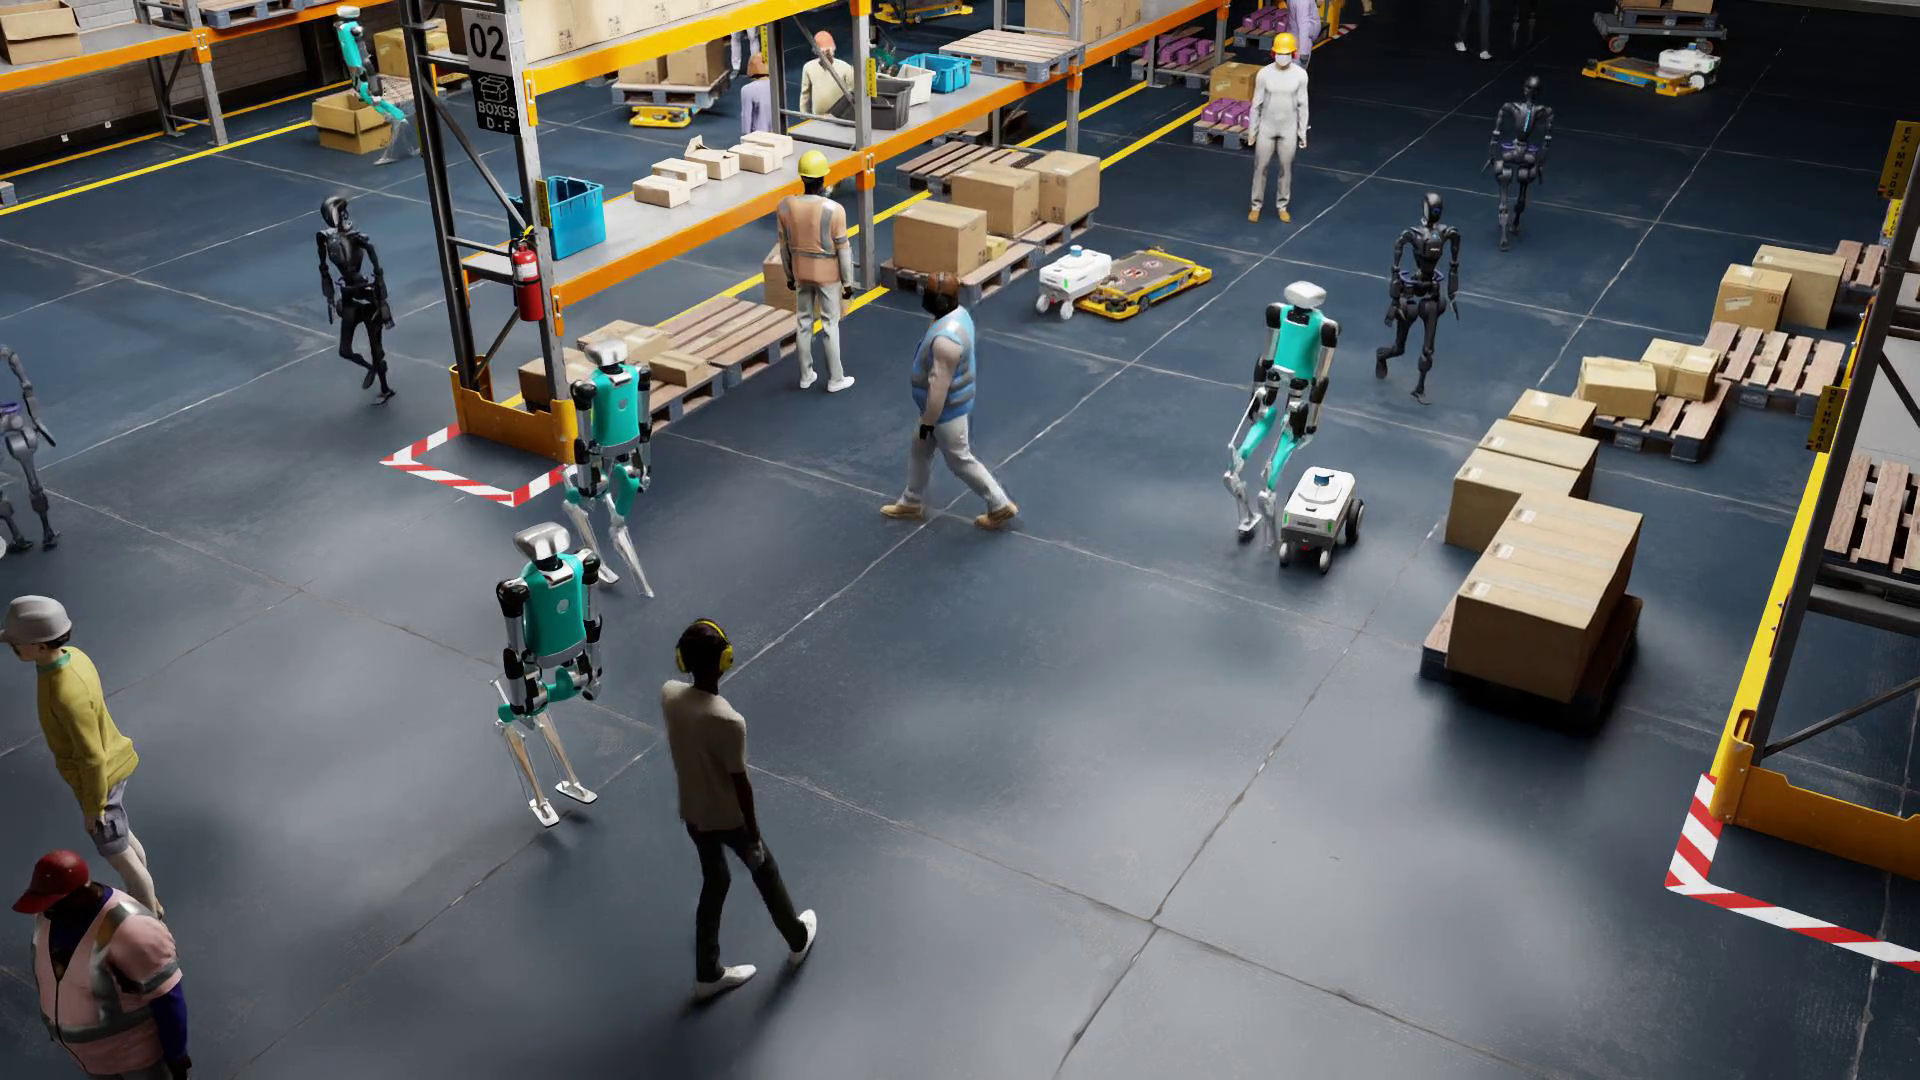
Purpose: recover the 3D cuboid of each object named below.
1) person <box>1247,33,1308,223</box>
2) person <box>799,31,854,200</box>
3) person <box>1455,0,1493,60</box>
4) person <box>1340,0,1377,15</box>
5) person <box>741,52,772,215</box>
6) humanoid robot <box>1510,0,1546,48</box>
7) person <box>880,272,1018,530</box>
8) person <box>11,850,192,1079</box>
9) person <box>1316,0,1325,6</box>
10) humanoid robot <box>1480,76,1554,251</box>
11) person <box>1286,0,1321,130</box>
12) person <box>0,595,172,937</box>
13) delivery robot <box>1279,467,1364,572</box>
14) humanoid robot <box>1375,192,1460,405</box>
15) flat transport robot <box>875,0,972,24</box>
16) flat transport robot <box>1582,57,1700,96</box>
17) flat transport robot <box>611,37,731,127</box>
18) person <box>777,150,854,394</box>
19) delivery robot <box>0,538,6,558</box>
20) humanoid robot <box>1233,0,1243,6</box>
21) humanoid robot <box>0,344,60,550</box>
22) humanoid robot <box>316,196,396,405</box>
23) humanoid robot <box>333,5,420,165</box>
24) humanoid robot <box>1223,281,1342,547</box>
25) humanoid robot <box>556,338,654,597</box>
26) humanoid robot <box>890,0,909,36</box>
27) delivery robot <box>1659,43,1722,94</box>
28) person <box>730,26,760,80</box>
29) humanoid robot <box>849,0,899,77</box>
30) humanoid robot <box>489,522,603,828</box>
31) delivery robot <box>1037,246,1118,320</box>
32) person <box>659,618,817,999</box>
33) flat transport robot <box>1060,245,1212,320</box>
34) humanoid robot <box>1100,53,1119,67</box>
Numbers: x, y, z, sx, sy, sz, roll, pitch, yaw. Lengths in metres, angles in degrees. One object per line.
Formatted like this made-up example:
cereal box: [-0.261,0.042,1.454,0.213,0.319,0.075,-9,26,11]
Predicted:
person: [3.152,-4.080,16.518,0.572,1.889,0.387,4,30,6]
person: [-1.406,-4.364,17.190,0.577,1.709,0.853,11,31,18]
person: [7.085,-7.509,22.681,0.539,1.791,0.956,-5,30,-8]
person: [6.055,-8.762,24.966,0.690,1.727,0.461,18,34,28]
person: [-1.971,-4.101,16.818,0.502,1.628,0.277,-17,34,-27]
humanoid robot: [7.913,-7.745,23.221,0.598,1.649,0.483,12,32,20]
person: [-0.055,-0.898,10.973,0.914,1.810,0.620,0,29,0]
person: [-3.128,1.842,6.176,0.623,1.750,0.420,11,31,18]
person: [5.709,-9.165,25.555,0.429,1.846,0.624,13,32,22]
humanoid robot: [5.353,-3.677,16.057,0.594,1.626,0.773,4,30,8]
person: [4.018,-5.823,19.575,0.413,1.913,0.641,0,29,0]
person: [-3.868,1.060,7.423,0.384,1.891,0.475,-16,33,-25]
delivery robot: [2.367,-0.182,10.986,0.499,0.607,0.808,12,32,20]
humanoid robot: [3.564,-1.915,12.918,0.589,1.640,0.637,-6,30,-10]
flat transport robot: [-0.570,-8.006,25.104,1.431,0.231,0.659,-21,36,-33]
flat transport robot: [8.900,-6.032,21.612,0.659,0.231,1.431,-19,34,-30]
flat transport robot: [-3.511,-5.334,20.377,0.659,0.231,1.431,4,30,7]
person: [-1.111,-2.067,12.914,0.586,1.927,0.359,10,31,18]
delivery robot: [-6.539,0.008,10.618,0.499,0.576,0.768,8,30,13]
humanoid robot: [4.359,-9.148,25.704,0.612,1.631,0.466,22,36,33]
humanoid robot: [-6.219,-0.698,10.751,0.613,1.636,0.362,-23,37,-35]
humanoid robot: [-4.593,-1.851,12.786,0.608,1.648,0.386,9,31,16]
humanoid robot: [-6.340,-4.974,18.346,0.828,1.875,0.544,-26,39,-38]
humanoid robot: [1.989,-0.731,10.772,0.807,1.804,0.548,-25,38,-37]
humanoid robot: [-2.218,-0.436,10.243,0.828,1.795,0.545,26,38,38]
humanoid robot: [-0.846,-8.111,23.868,0.475,1.645,0.614,-21,36,-32]
delivery robot: [9.386,-6.093,21.419,0.783,0.584,0.499,24,37,36]
person: [-2.833,-6.953,21.550,0.486,1.942,0.435,4,30,6]
humanoid robot: [-1.020,-6.220,20.383,0.698,1.733,0.530,-17,34,-27]
humanoid robot: [-2.108,0.608,8.239,0.735,1.677,0.533,25,38,37]
delivery robot: [1.034,-2.309,14.751,0.499,0.611,0.809,23,37,35]
person: [-0.998,1.164,7.306,0.576,1.825,0.703,20,35,31]
flat transport robot: [1.609,-2.342,15.084,0.659,0.231,1.431,24,37,36]
humanoid robot: [2.007,-7.173,22.236,0.541,1.892,0.740,18,34,29]
